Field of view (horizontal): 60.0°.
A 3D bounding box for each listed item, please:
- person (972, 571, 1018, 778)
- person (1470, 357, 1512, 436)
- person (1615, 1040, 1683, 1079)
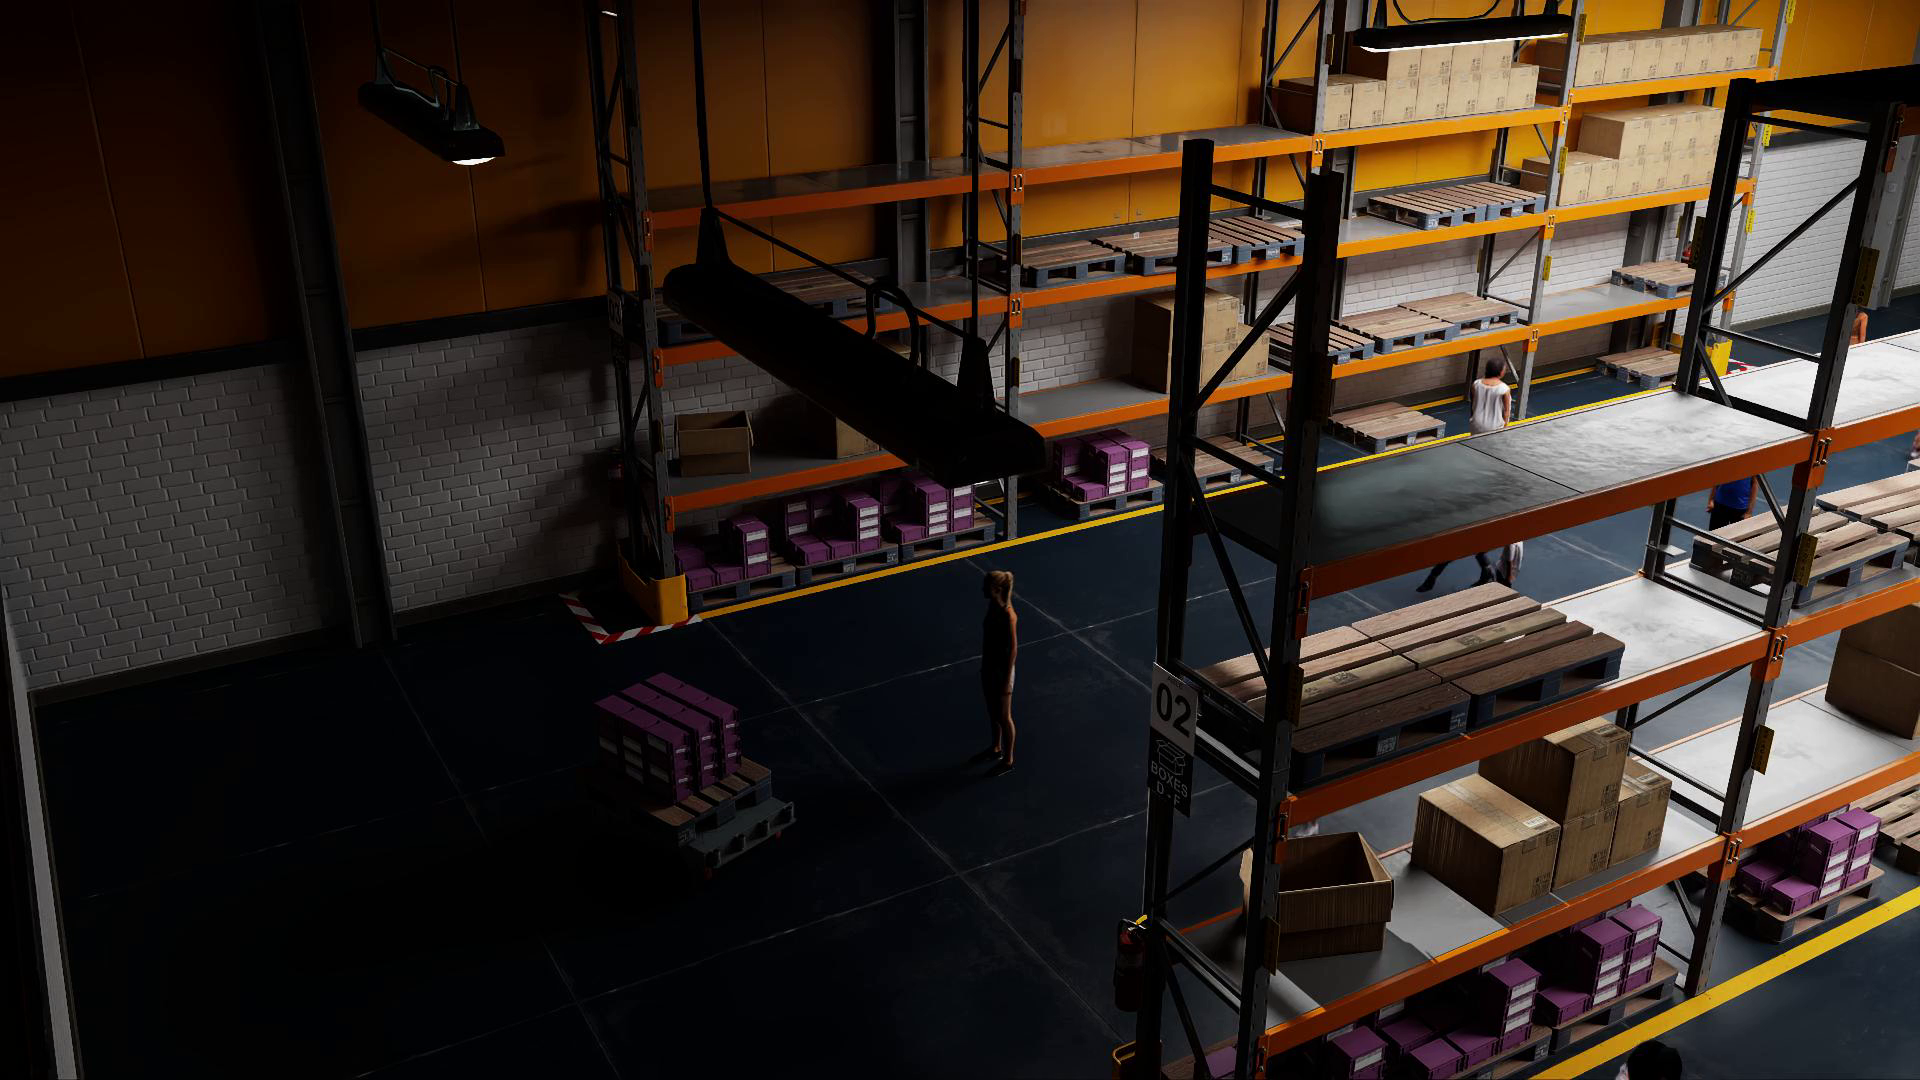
[{"bbox_3d":[0.319,1.067,13.796,0.554,1.845,0.645,-9,25,-20],"label":"person"},{"bbox_3d":[6.205,-1.335,19.486,0.663,1.689,0.697,-19,30,-37],"label":"person"},{"bbox_3d":[3.669,3.335,8.874,1.188,1.631,0.997,1,24,3],"label":"person"}]
